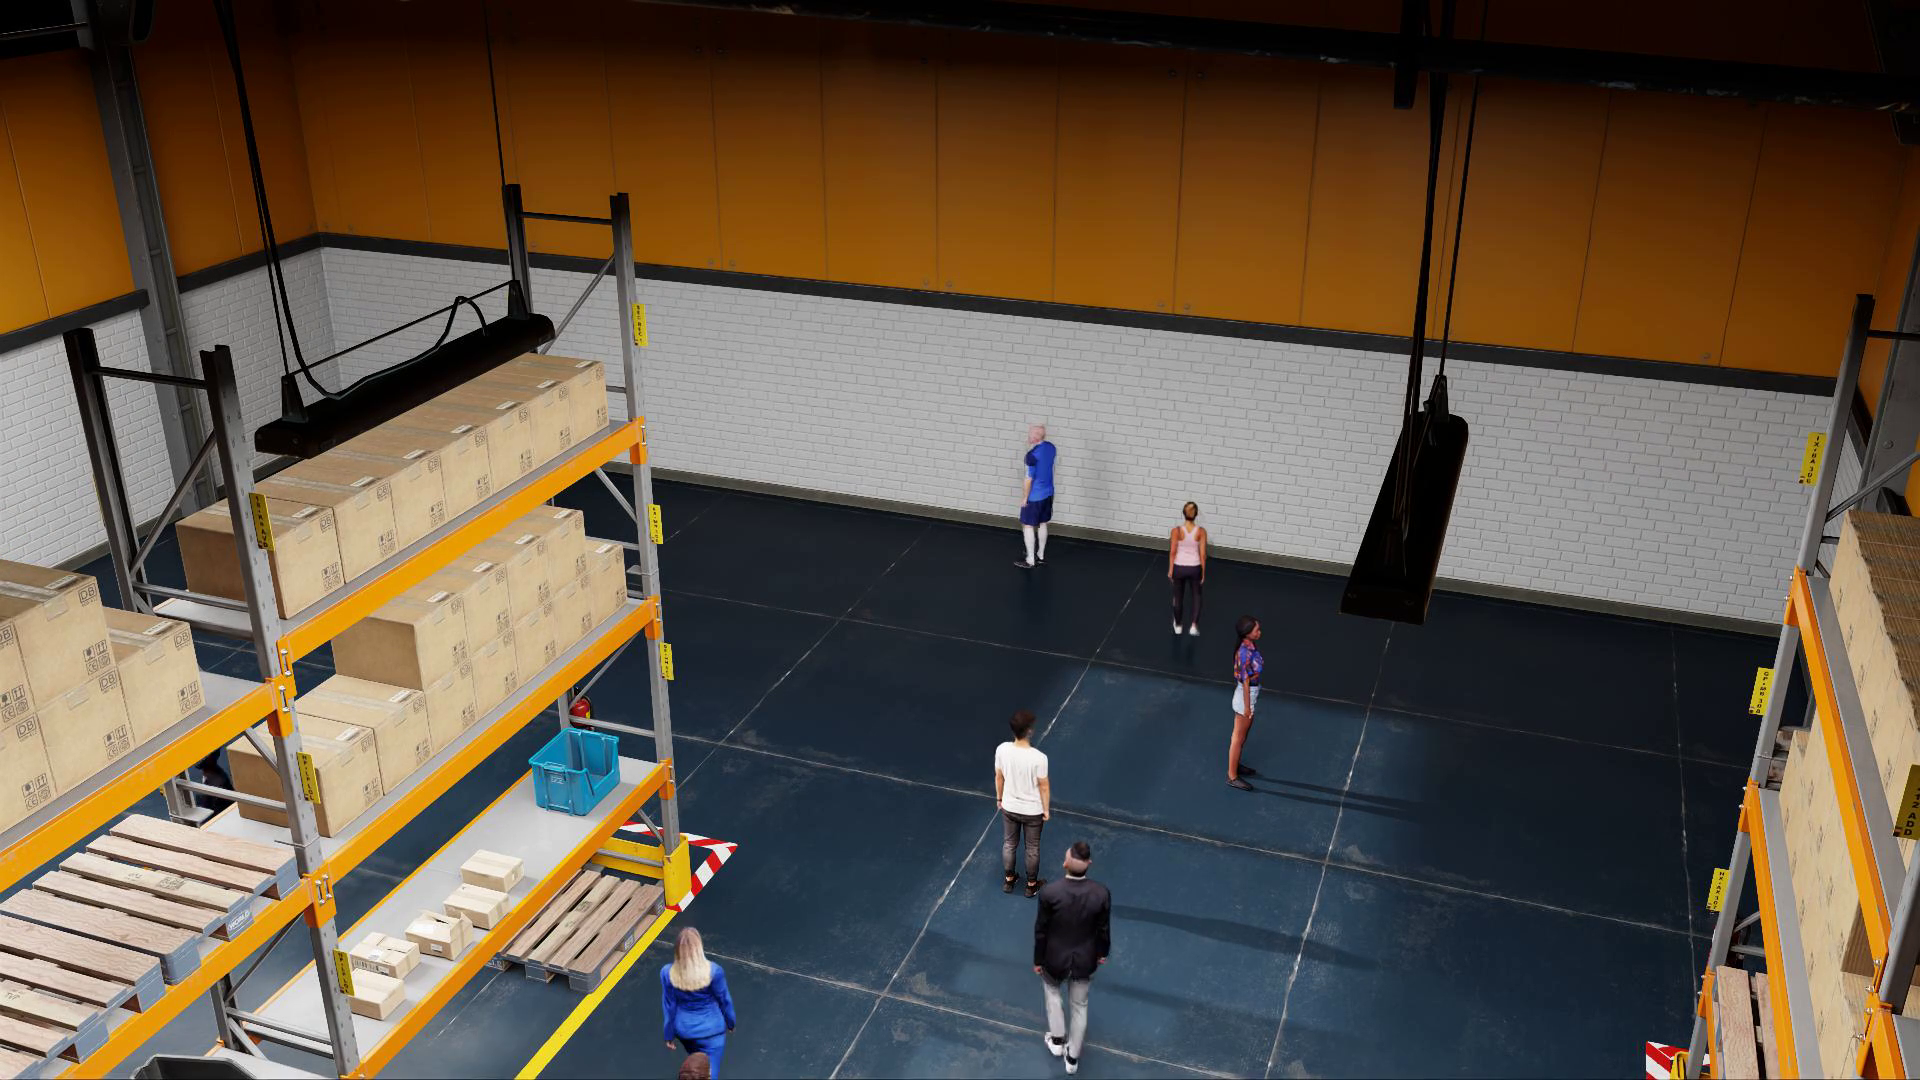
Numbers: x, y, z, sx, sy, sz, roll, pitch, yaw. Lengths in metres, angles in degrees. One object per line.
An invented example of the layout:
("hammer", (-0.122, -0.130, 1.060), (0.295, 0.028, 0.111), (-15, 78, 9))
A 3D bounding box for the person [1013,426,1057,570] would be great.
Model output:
("person", (0.945, -0.555, 20.228), (0.663, 1.831, 0.827), (-18, 29, -35))

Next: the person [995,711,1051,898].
("person", (0.522, 2.214, 14.031), (0.642, 1.721, 0.545), (11, 26, 23))

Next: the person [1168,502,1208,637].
("person", (2.522, 0.344, 18.407), (0.681, 1.644, 0.821), (1, 24, 3))

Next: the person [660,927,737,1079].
("person", (-1.790, 3.428, 11.324), (0.775, 1.666, 1.177), (3, 24, 8))

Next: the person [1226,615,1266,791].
("person", (2.677, 1.499, 15.639), (0.674, 1.743, 0.487), (5, 24, 12))

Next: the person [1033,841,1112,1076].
("person", (0.808, 3.021, 11.909), (0.837, 1.943, 0.831), (-1, 24, -3))
